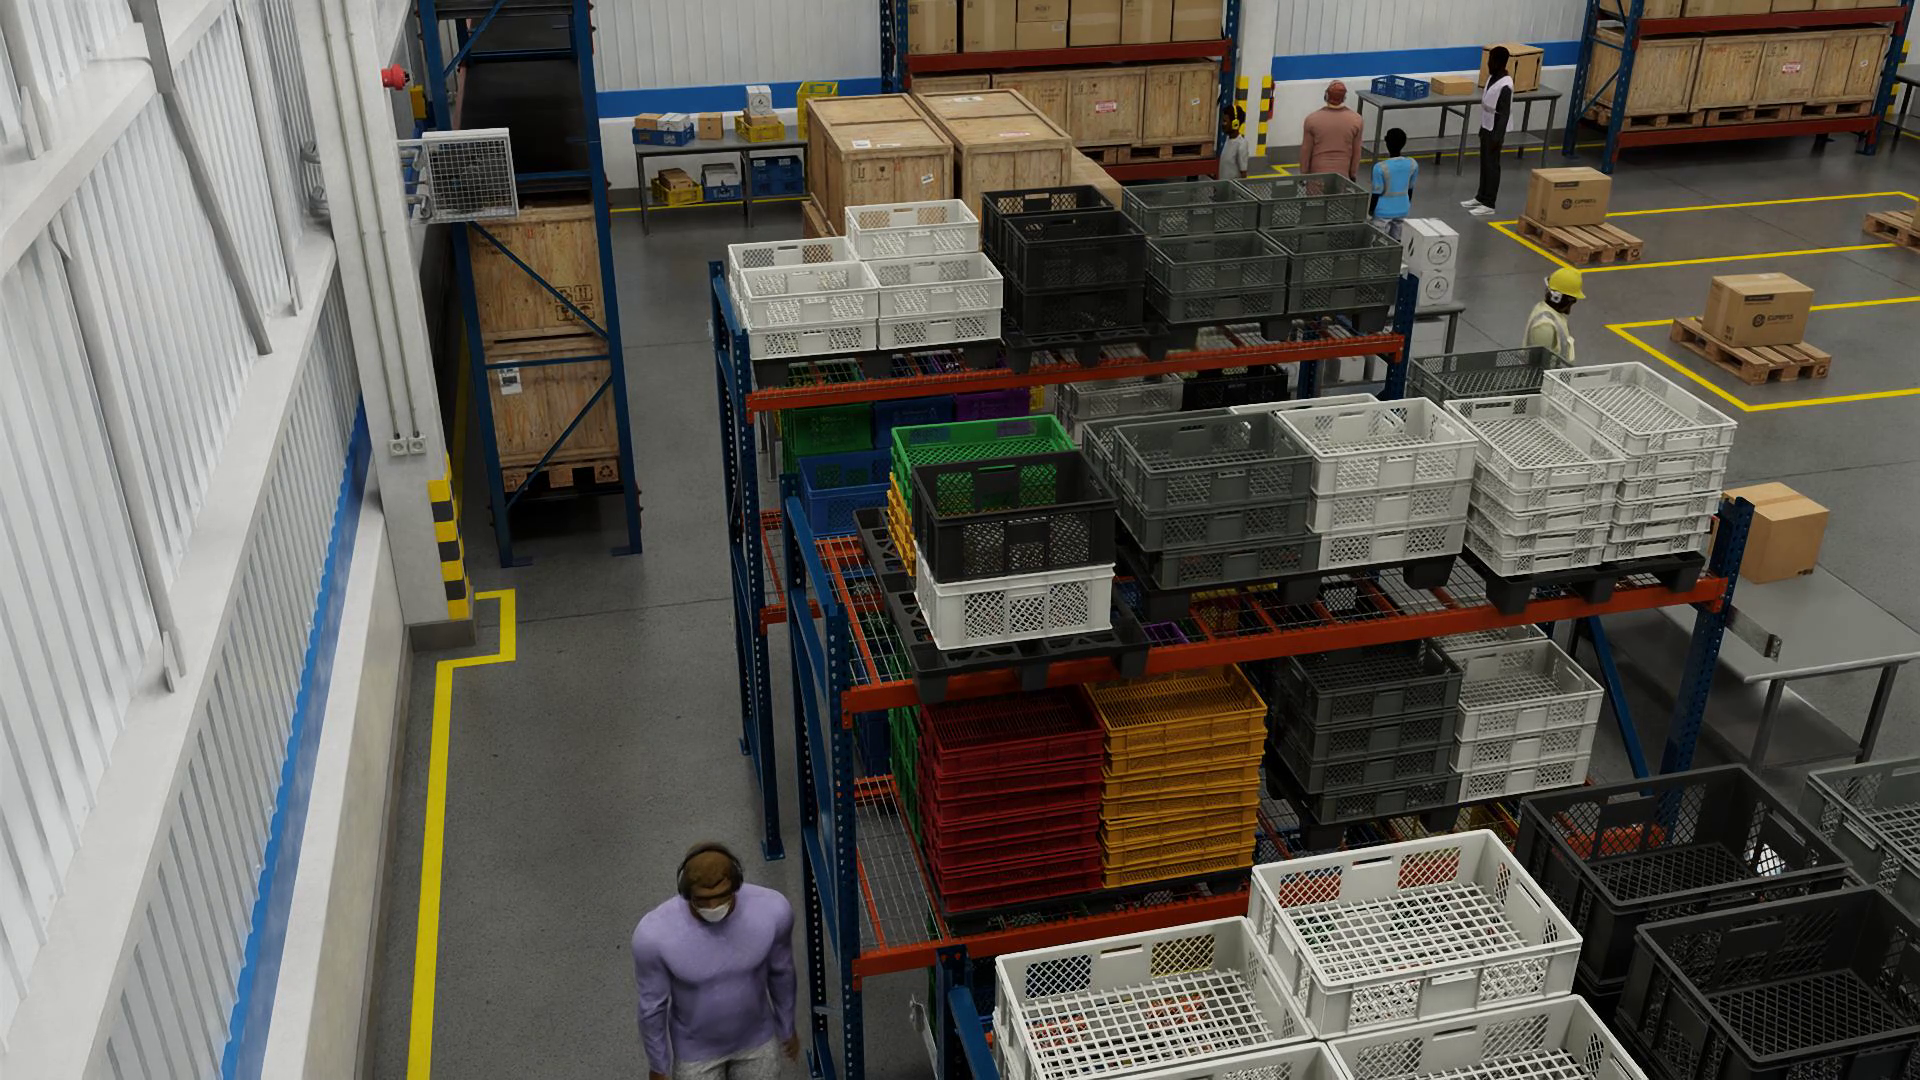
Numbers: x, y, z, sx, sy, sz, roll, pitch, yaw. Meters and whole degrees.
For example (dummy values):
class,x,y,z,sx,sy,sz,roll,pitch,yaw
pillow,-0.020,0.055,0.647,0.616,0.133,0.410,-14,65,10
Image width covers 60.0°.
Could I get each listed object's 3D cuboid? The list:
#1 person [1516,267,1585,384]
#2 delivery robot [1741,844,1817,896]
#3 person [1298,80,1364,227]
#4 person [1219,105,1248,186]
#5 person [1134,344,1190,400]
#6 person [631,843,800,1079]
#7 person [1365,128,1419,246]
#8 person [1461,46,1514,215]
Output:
class,x,y,z,sx,sy,sz,roll,pitch,yaw
person,4.423,-1.187,12.618,0.403,1.822,0.586,9,29,17
delivery robot,4.055,1.801,8.201,0.477,0.478,0.707,12,30,22
person,3.927,-3.932,17.735,0.647,1.908,0.409,0,28,1
person,2.742,-3.489,16.936,0.310,1.868,0.534,-5,28,-9
person,1.444,-1.279,12.801,0.755,1.813,0.631,0,28,0
person,-0.933,1.958,6.527,0.635,1.937,0.352,-10,29,-18
person,4.321,-3.294,16.751,0.531,1.692,0.320,-11,30,-20
person,6.177,-4.741,19.264,0.394,1.915,0.587,0,28,0
